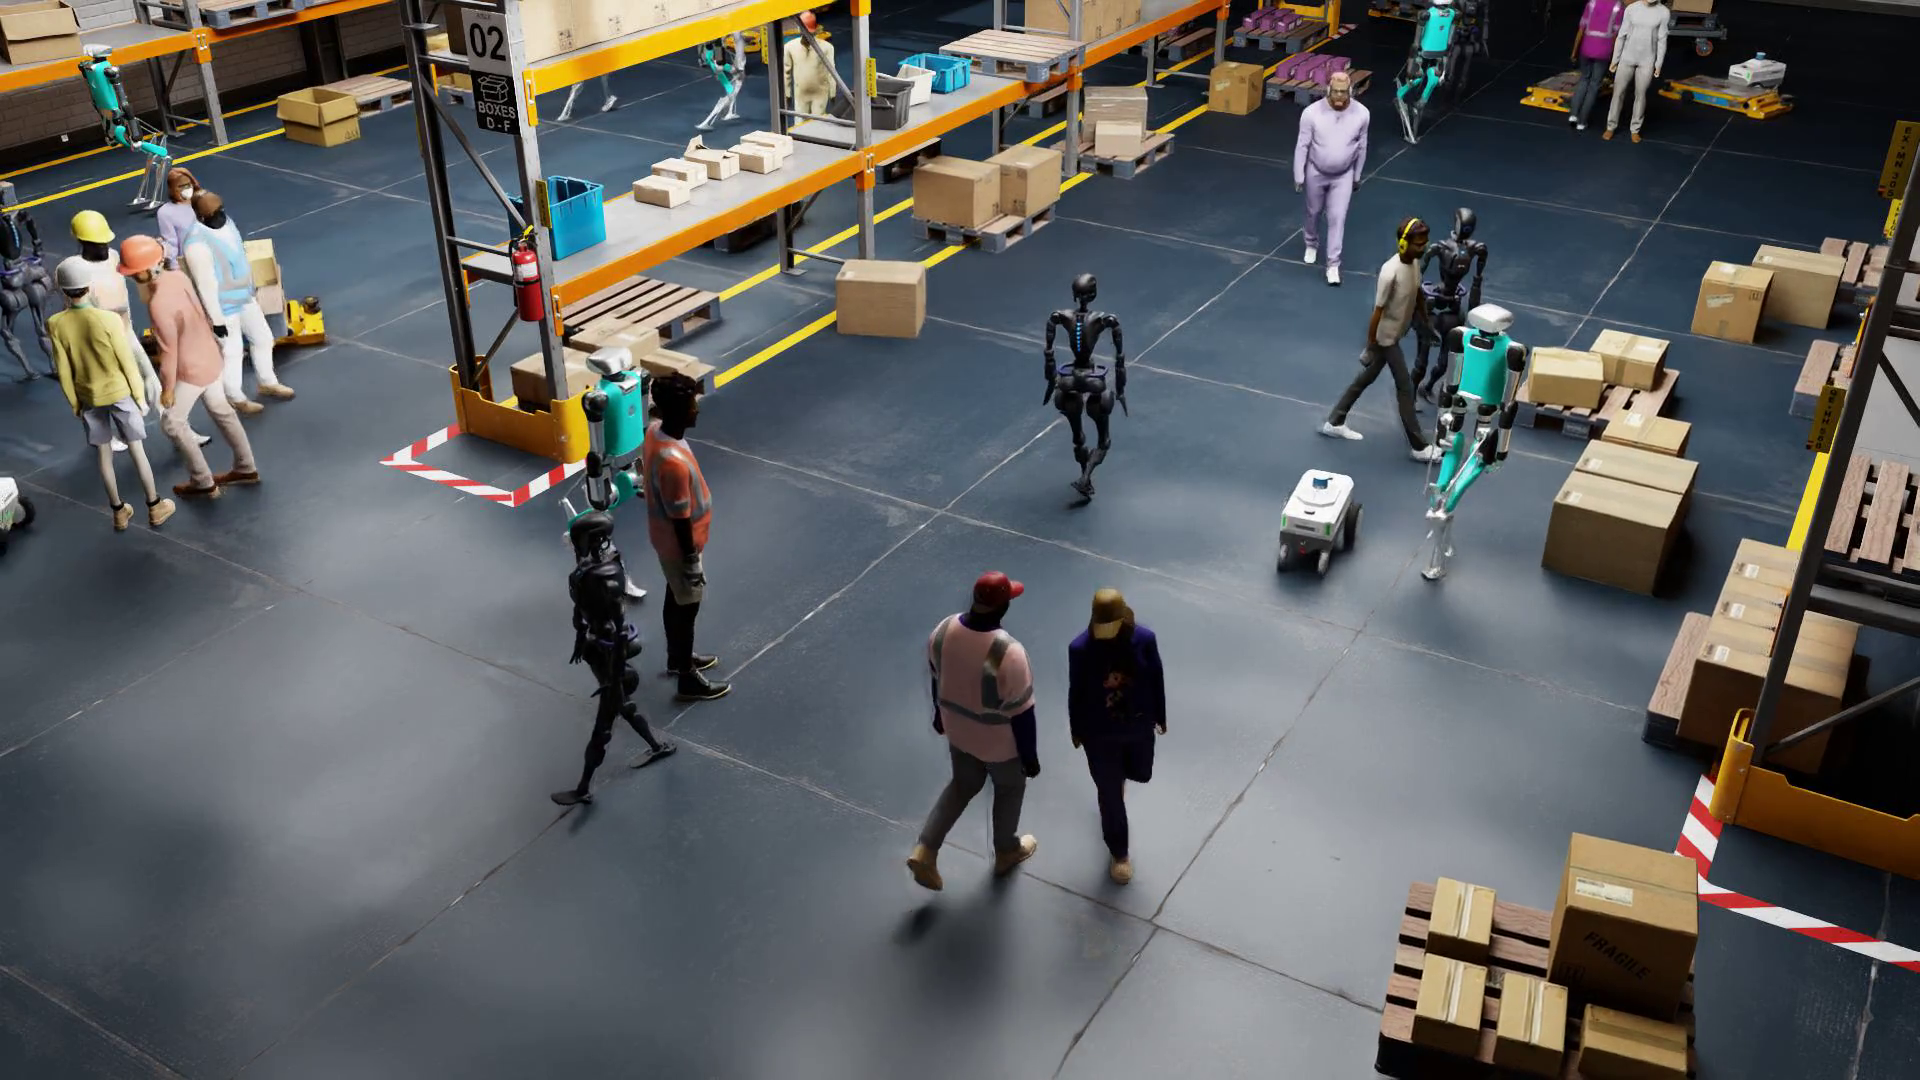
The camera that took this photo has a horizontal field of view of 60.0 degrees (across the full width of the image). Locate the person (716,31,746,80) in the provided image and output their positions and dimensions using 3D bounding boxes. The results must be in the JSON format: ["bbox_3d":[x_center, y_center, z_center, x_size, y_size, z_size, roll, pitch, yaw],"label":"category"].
[{"bbox_3d":[-3.014,-6.952,21.548,0.482,1.944,0.432,3,30,5],"label":"person"}]

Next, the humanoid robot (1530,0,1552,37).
[{"bbox_3d":[8.414,-8.076,23.812,0.584,1.640,0.455,13,32,22],"label":"humanoid robot"}]

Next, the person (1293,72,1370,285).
[{"bbox_3d":[3.381,-3.349,15.255,0.654,1.856,0.917,3,30,6],"label":"person"}]

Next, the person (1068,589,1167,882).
[{"bbox_3d":[0.740,0.847,8.097,0.493,1.585,0.650,-5,30,-9],"label":"person"}]

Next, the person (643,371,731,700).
[{"bbox_3d":[-1.548,-0.022,9.258,0.361,1.963,0.611,-10,31,-17],"label":"person"}]

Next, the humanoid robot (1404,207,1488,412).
[{"bbox_3d":[3.632,-1.761,12.646,0.612,1.640,0.466,-6,30,-10],"label":"humanoid robot"}]

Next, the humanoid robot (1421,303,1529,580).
[{"bbox_3d":[3.077,-0.555,10.446,0.785,1.781,0.546,-23,37,-35],"label":"humanoid robot"}]

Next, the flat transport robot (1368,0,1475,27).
[{"bbox_3d":[6.910,-7.882,24.884,0.659,0.231,1.431,-26,39,-38],"label":"flat transport robot"}]

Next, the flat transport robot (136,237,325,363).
[{"bbox_3d":[-6.157,-1.779,14.089,1.431,0.231,0.659,-11,31,-18],"label":"flat transport robot"}]

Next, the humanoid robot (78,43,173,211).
[{"bbox_3d":[-8.281,-4.184,16.715,0.533,1.677,0.735,16,33,26],"label":"humanoid robot"}]

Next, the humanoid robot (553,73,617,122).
[{"bbox_3d":[-4.546,-5.968,20.049,0.995,1.771,0.530,-25,38,-37],"label":"humanoid robot"}]

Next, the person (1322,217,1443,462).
[{"bbox_3d":[3.141,-1.454,11.954,1.014,1.805,0.522,15,33,25],"label":"person"}]

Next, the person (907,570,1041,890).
[{"bbox_3d":[0.082,0.927,7.830,0.619,1.721,0.690,23,37,35],"label":"person"}]

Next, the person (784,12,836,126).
[{"bbox_3d":[-1.625,-4.878,18.091,0.569,1.725,0.475,1,29,2],"label":"person"}]

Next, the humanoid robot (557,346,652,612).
[{"bbox_3d":[-2.193,-0.392,10.068,0.695,1.722,0.530,15,33,24],"label":"humanoid robot"}]

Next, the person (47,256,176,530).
[{"bbox_3d":[-5.635,-0.949,10.976,0.490,1.889,0.385,-6,30,-10],"label":"person"}]

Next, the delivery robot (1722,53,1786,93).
[{"bbox_3d":[10.002,-5.821,20.968,0.785,0.613,0.514,-14,32,-23],"label":"delivery robot"}]

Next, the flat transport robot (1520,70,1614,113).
[{"bbox_3d":[7.685,-5.643,20.923,0.659,0.231,1.431,24,37,36],"label":"flat transport robot"}]

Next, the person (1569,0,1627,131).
[{"bbox_3d":[7.476,-5.725,19.493,0.572,1.826,0.456,22,36,33],"label":"person"}]

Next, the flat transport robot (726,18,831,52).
[{"bbox_3d":[-2.601,-7.187,23.656,1.431,0.231,0.659,-22,36,-34],"label":"flat transport robot"}]

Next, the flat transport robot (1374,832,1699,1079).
[{"bbox_3d":[2.402,2.207,7.037,0.659,0.231,1.431,10,31,18],"label":"flat transport robot"}]

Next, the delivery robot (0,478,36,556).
[{"bbox_3d":[-6.600,-0.197,11.011,0.781,0.606,0.499,-2,30,-3],"label":"delivery robot"}]

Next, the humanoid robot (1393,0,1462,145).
[{"bbox_3d":[5.231,-5.321,18.980,0.543,1.895,0.764,-8,30,-14],"label":"humanoid robot"}]

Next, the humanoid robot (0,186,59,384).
[{"bbox_3d":[-7.407,-2.025,13.083,0.342,1.648,0.591,14,32,23],"label":"humanoid robot"}]

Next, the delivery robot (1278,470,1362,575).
[{"bbox_3d":[2.352,-0.163,10.958,0.499,0.613,0.807,12,32,20],"label":"delivery robot"}]

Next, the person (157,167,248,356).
[{"bbox_3d":[-6.154,-2.218,13.477,0.281,1.632,0.505,21,35,32],"label":"person"}]

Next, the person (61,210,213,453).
[{"bbox_3d":[-6.017,-1.443,11.866,1.009,1.866,0.587,10,31,17],"label":"person"}]

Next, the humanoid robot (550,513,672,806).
[{"bbox_3d":[-1.853,0.586,8.515,0.771,1.622,0.585,-18,34,-29],"label":"humanoid robot"}]

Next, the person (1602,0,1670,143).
[{"bbox_3d":[7.760,-5.506,19.042,0.568,1.889,0.388,13,32,21],"label":"person"}]

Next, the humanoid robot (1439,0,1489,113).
[{"bbox_3d":[6.121,-6.024,20.164,0.599,1.657,0.348,-1,29,-2],"label":"humanoid robot"}]

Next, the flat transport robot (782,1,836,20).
[{"bbox_3d":[-2.613,-7.947,24.999,0.659,0.231,1.431,14,32,23],"label":"flat transport robot"}]

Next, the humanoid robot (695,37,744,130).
[{"bbox_3d":[-2.804,-5.692,19.508,0.908,1.765,0.545,-20,35,-31],"label":"humanoid robot"}]

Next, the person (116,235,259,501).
[{"bbox_3d":[-5.274,-1.147,11.275,0.568,1.954,0.618,-2,30,-3],"label":"person"}]

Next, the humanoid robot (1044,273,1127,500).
[{"bbox_3d":[0.847,-1.024,11.348,0.603,1.640,0.493,8,31,15],"label":"humanoid robot"}]

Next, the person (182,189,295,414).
[{"bbox_3d":[-5.487,-1.763,12.497,0.498,1.812,0.667,2,30,4],"label":"person"}]

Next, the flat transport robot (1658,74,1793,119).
[{"bbox_3d":[9.541,-5.533,20.729,0.659,0.231,1.431,-20,35,-31],"label":"flat transport robot"}]
